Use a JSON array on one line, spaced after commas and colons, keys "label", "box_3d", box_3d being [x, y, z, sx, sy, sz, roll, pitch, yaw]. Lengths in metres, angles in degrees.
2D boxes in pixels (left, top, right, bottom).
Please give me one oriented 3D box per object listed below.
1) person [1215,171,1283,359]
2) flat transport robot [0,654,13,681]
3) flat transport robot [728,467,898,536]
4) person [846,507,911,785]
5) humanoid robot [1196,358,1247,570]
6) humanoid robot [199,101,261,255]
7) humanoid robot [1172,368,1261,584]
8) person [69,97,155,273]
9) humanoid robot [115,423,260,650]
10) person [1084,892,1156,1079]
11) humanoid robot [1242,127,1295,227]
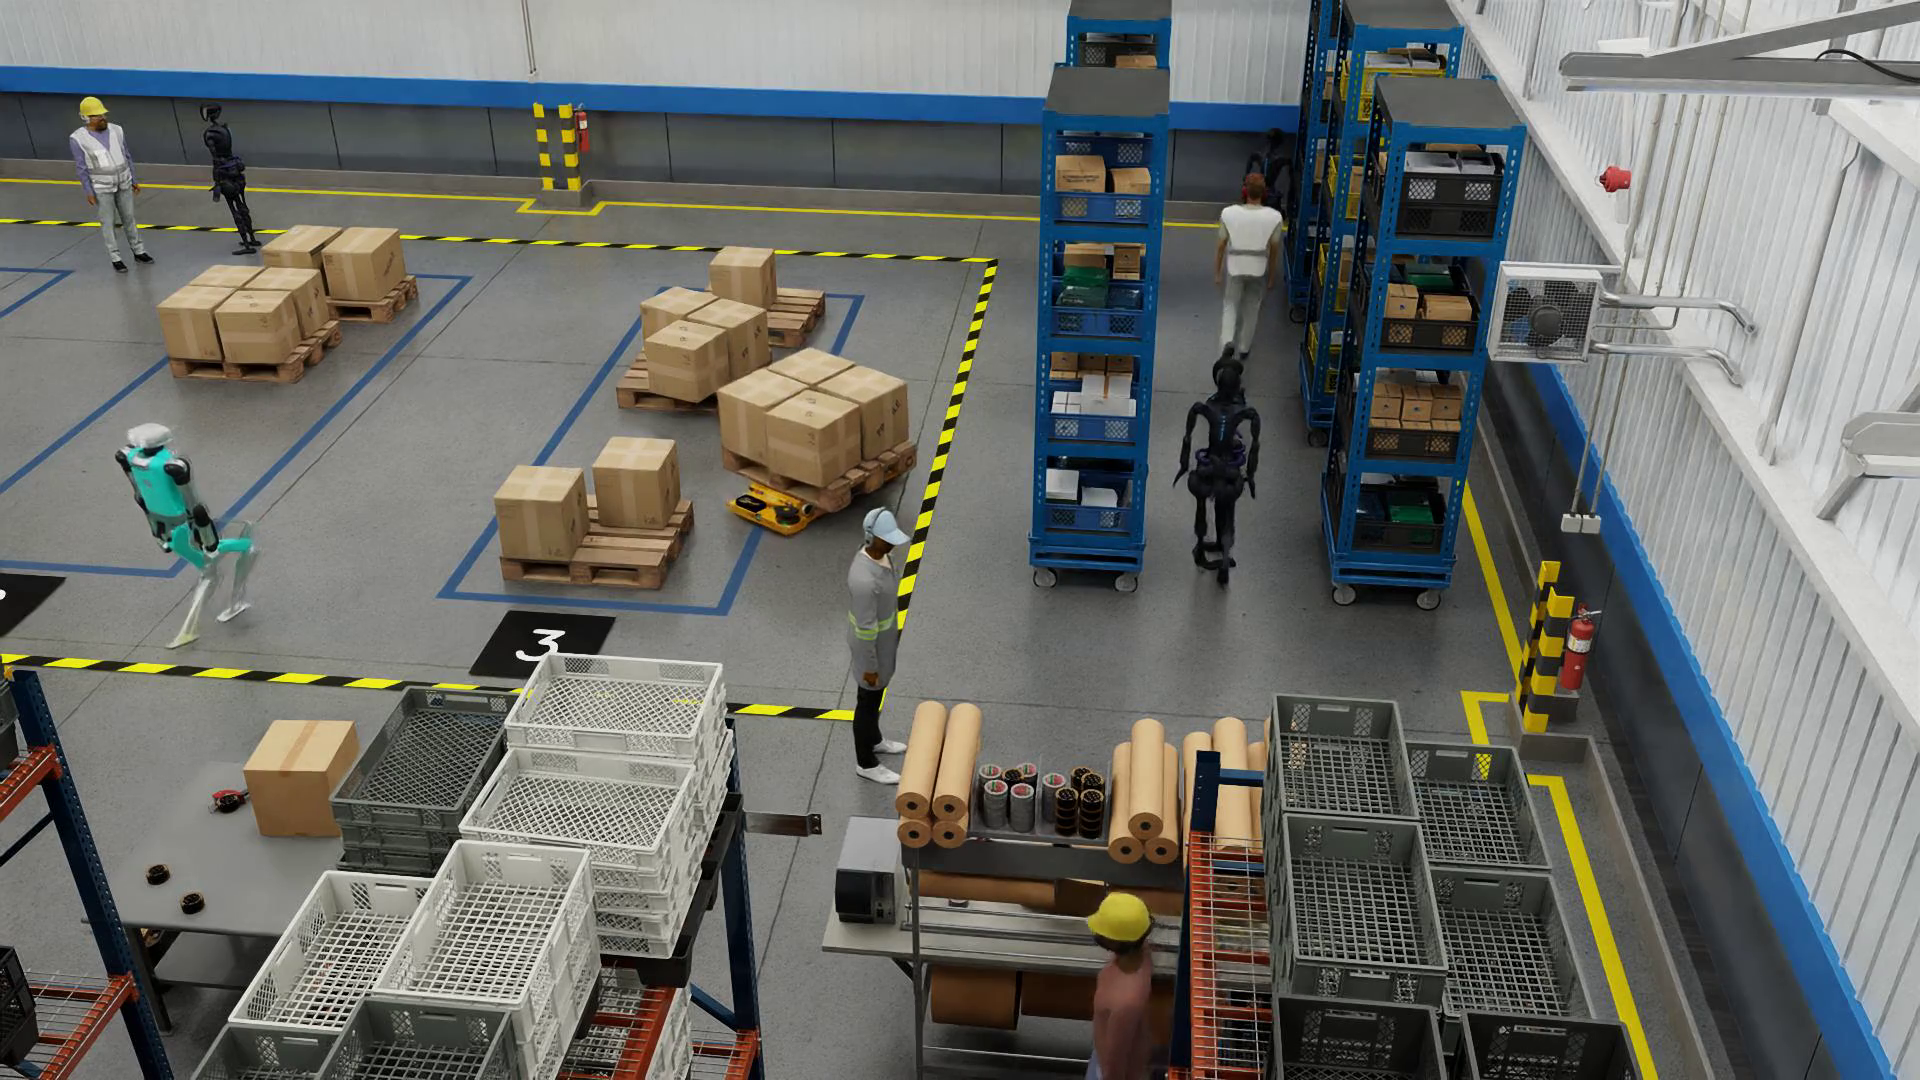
[{"label": "person", "box_3d": [2.643, -2.467, 15.364, 0.570, 1.823, 0.648, 5, 31, 9]}, {"label": "flat transport robot", "box_3d": [-7.142, 0.969, 11.010, 1.431, 0.231, 0.659, 3, 30, 6]}, {"label": "flat transport robot", "box_3d": [-1.143, -0.490, 13.488, 0.652, 0.197, 1.431, 22, 37, 32]}, {"label": "person", "box_3d": [-0.479, 0.615, 10.048, 0.405, 1.848, 0.588, 4, 30, 7]}, {"label": "humanoid robot", "box_3d": [1.929, -0.570, 12.237, 0.315, 1.657, 0.599, 0, 30, 0]}, {"label": "humanoid robot", "box_3d": [-7.926, -3.926, 18.002, 0.315, 1.657, 0.599, -1, 30, -2]}, {"label": "humanoid robot", "box_3d": [1.859, -0.472, 12.105, 0.607, 1.639, 0.639, 4, 30, 6]}, {"label": "person", "box_3d": [-8.972, -3.764, 17.579, 0.404, 1.837, 0.590, 20, 36, 30]}, {"label": "humanoid robot", "box_3d": [-5.175, -0.095, 11.364, 0.552, 1.742, 0.893, 11, 32, 18]}, {"label": "person", "box_3d": [0.754, 2.256, 7.325, 0.656, 1.741, 0.530, 5, 31, 8]}, {"label": "humanoid robot", "box_3d": [3.192, -3.471, 17.275, 0.609, 1.627, 0.759, 15, 34, 24]}]
